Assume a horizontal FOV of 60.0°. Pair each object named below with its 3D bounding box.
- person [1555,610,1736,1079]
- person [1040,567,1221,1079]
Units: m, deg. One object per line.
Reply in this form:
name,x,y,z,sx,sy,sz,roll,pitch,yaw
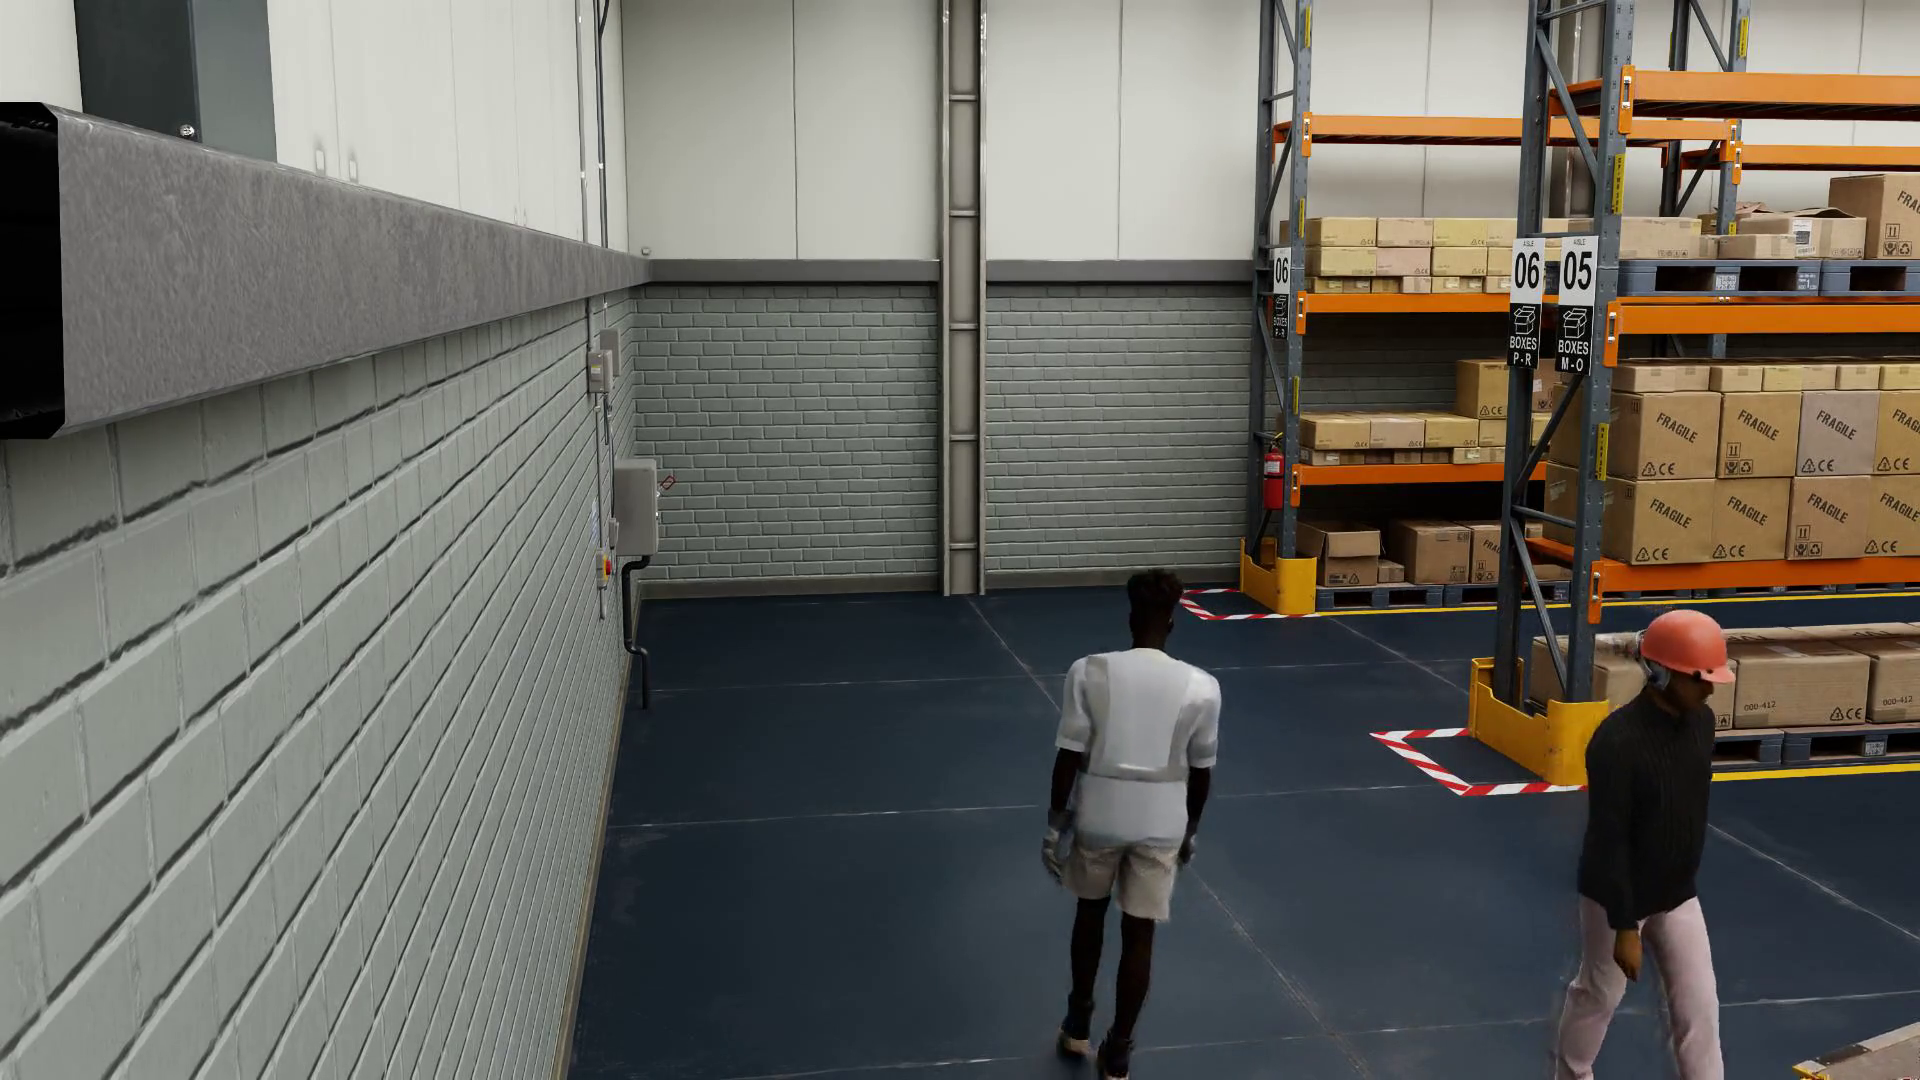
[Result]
person,2.329,1.189,5.433,0.650,1.945,0.936,-5,11,-29
person,0.643,1.061,6.307,0.658,1.923,0.663,1,9,5
